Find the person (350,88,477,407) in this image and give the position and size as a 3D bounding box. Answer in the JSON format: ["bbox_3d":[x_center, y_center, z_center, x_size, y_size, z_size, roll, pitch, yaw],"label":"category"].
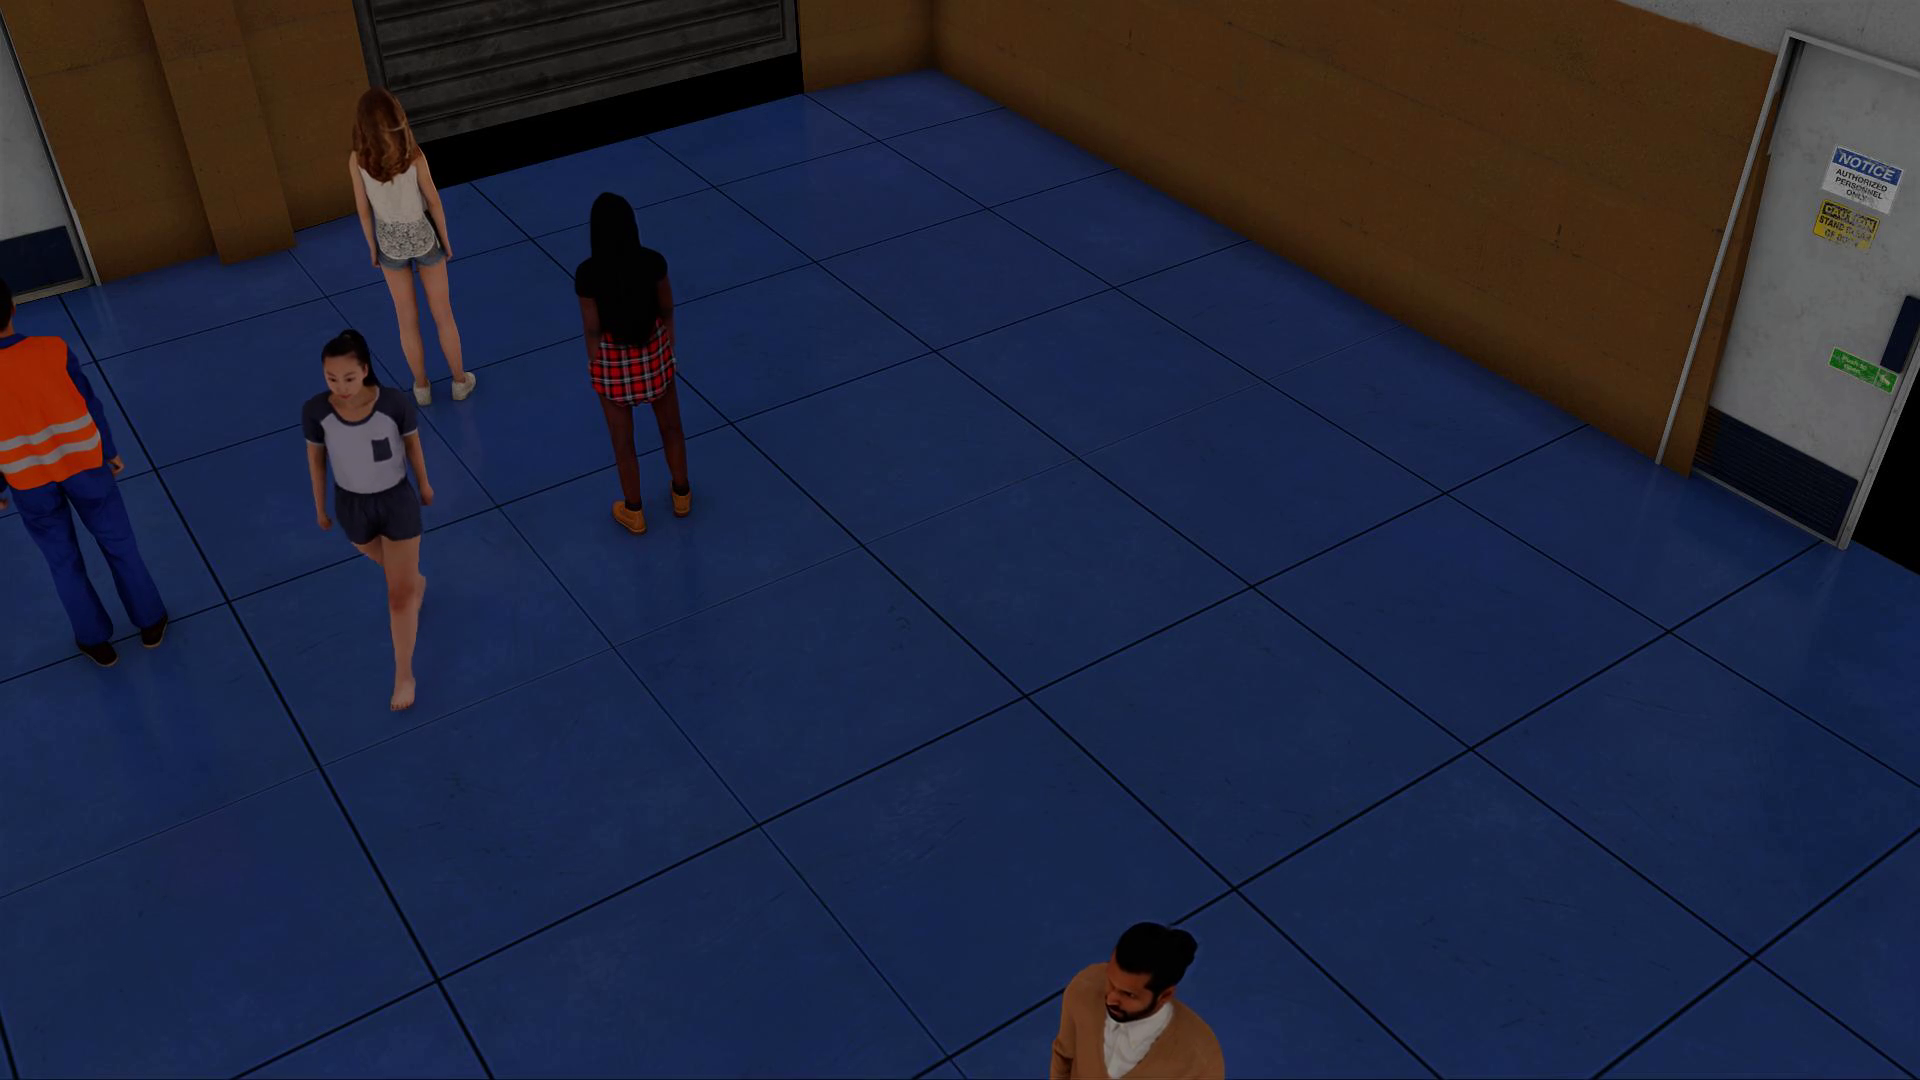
[{"bbox_3d":[-2.873,-1.503,8.689,0.578,1.754,0.698,-7,37,-9],"label":"person"}]

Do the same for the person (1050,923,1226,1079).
[{"bbox_3d":[0.453,1.646,4.493,0.719,1.754,0.665,27,45,31],"label":"person"}]

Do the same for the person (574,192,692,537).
[{"bbox_3d":[-1.532,-0.818,7.798,0.543,1.727,0.675,-20,41,-24],"label":"person"}]

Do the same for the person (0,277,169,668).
[{"bbox_3d":[-3.782,-0.276,6.963,0.522,1.864,0.736,-22,42,-27],"label":"person"}]

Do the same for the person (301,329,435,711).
[{"bbox_3d":[-2.448,-0.172,7.046,1.131,1.597,1.060,-1,37,-2],"label":"person"}]
